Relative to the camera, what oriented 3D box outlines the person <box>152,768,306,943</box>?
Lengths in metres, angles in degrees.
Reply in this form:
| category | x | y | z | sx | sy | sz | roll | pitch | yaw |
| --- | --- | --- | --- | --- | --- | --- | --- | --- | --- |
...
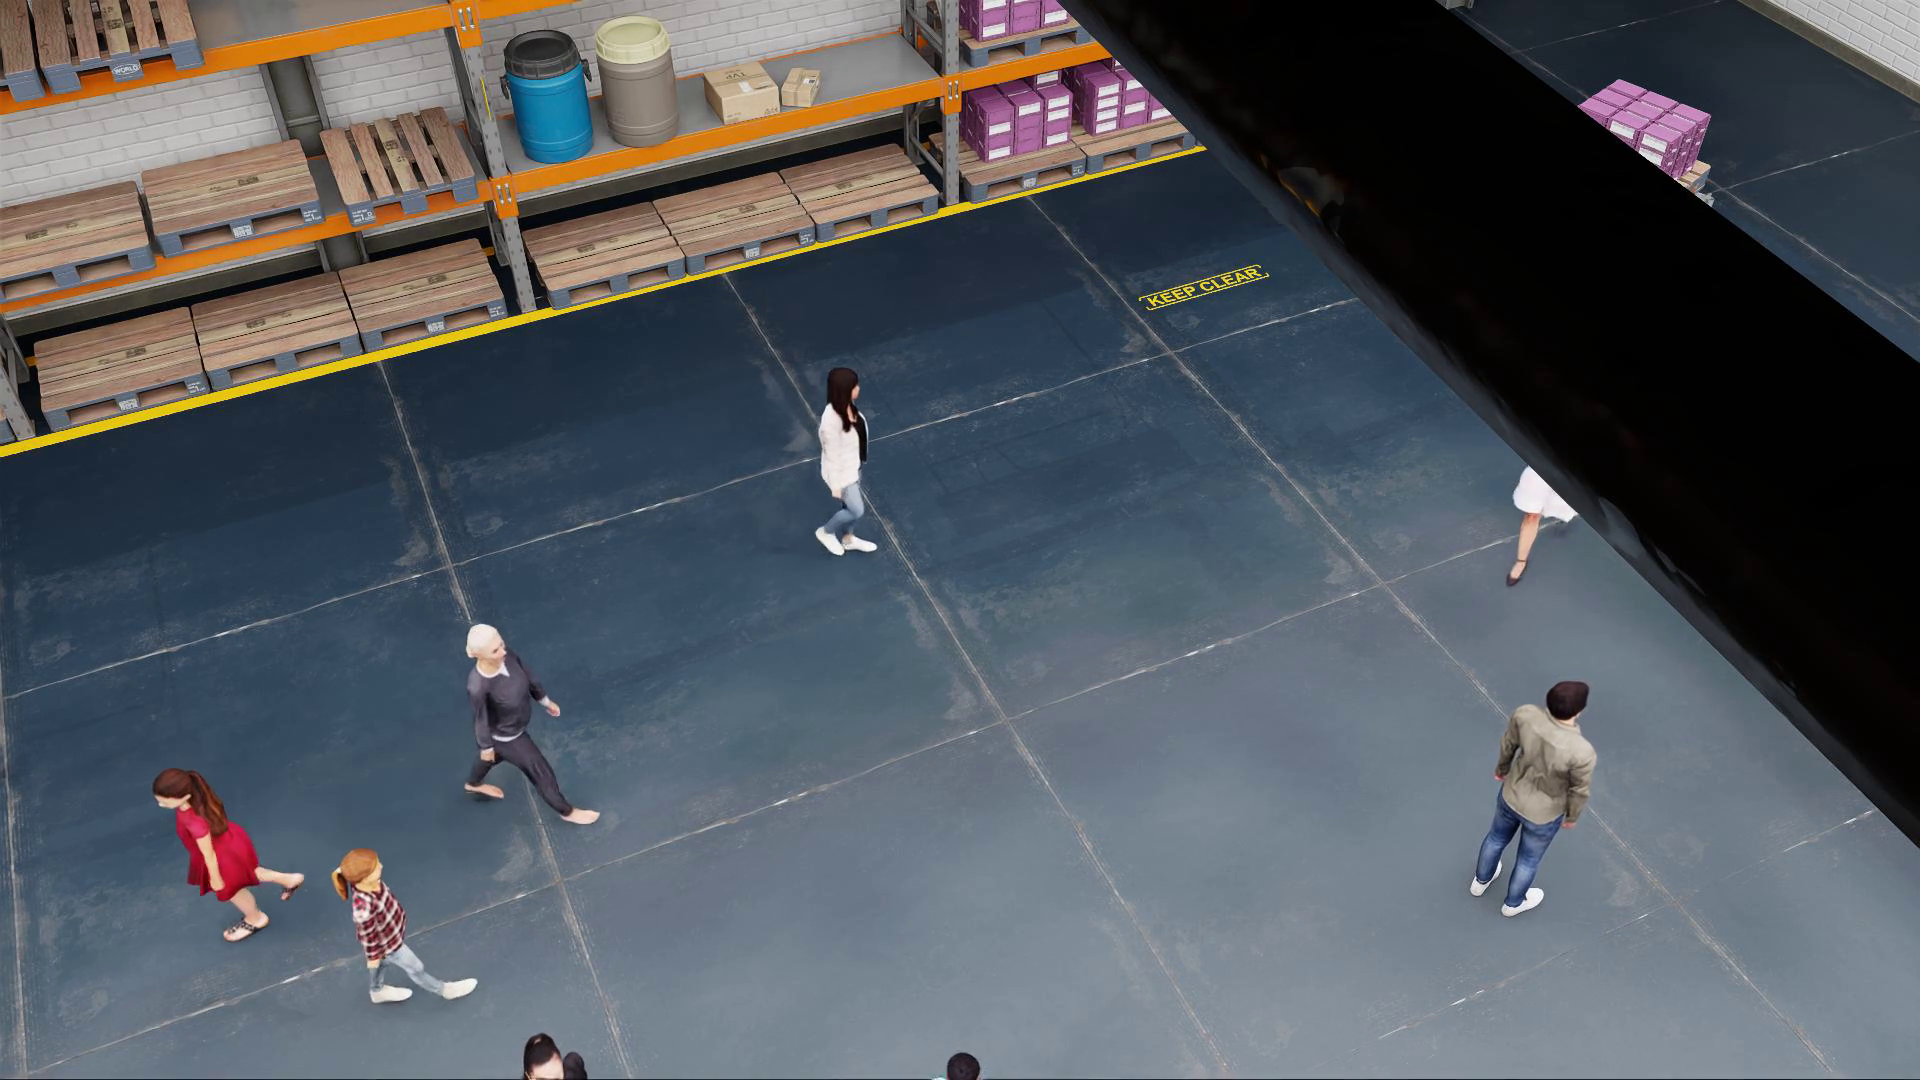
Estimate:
| category | x | y | z | sx | sy | sz | roll | pitch | yaw |
| --- | --- | --- | --- | --- | --- | --- | --- | --- | --- |
| person | -4.052 | 1.725 | 9.285 | 0.779 | 1.531 | 0.537 | -17 | 46 | -17 |

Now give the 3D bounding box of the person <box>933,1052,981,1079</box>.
| category | x | y | z | sx | sy | sz | roll | pitch | yaw |
| --- | --- | --- | --- | --- | --- | --- | --- | --- | --- |
| person | 0.050 | 2.890 | 8.264 | 0.623 | 1.251 | 0.671 | 24 | 49 | 23 |

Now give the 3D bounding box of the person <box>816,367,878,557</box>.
| category | x | y | z | sx | sy | sz | roll | pitch | yaw |
| --- | --- | --- | --- | --- | --- | --- | --- | --- | --- |
| person | -0.869 | -0.526 | 11.574 | 0.833 | 1.631 | 0.787 | 8 | 44 | 8 |

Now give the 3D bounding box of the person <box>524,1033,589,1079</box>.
| category | x | y | z | sx | sy | sz | roll | pitch | yaw |
| --- | --- | --- | --- | --- | --- | --- | --- | --- | --- |
| person | -1.886 | 2.890 | 7.941 | 0.731 | 1.696 | 0.632 | 23 | 48 | 22 |

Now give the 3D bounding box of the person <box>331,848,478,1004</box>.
| category | x | y | z | sx | sy | sz | roll | pitch | yaw |
| --- | --- | --- | --- | --- | --- | --- | --- | --- | --- |
| person | -3.207 | 2.138 | 9.031 | 0.885 | 1.281 | 0.663 | -6 | 44 | -6 |

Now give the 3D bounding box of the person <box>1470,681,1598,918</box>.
| category | x | y | z | sx | sy | sz | roll | pitch | yaw |
| --- | --- | --- | --- | --- | --- | --- | --- | --- | --- |
| person | 3.203 | 1.454 | 9.327 | 0.694 | 1.864 | 0.762 | -30 | 51 | -28 |

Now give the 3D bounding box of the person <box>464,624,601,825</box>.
| category | x | y | z | sx | sy | sz | roll | pitch | yaw |
| --- | --- | --- | --- | --- | --- | --- | --- | --- | --- |
| person | -2.762 | 1.073 | 9.856 | 1.195 | 1.687 | 0.988 | 4 | 44 | 4 |
